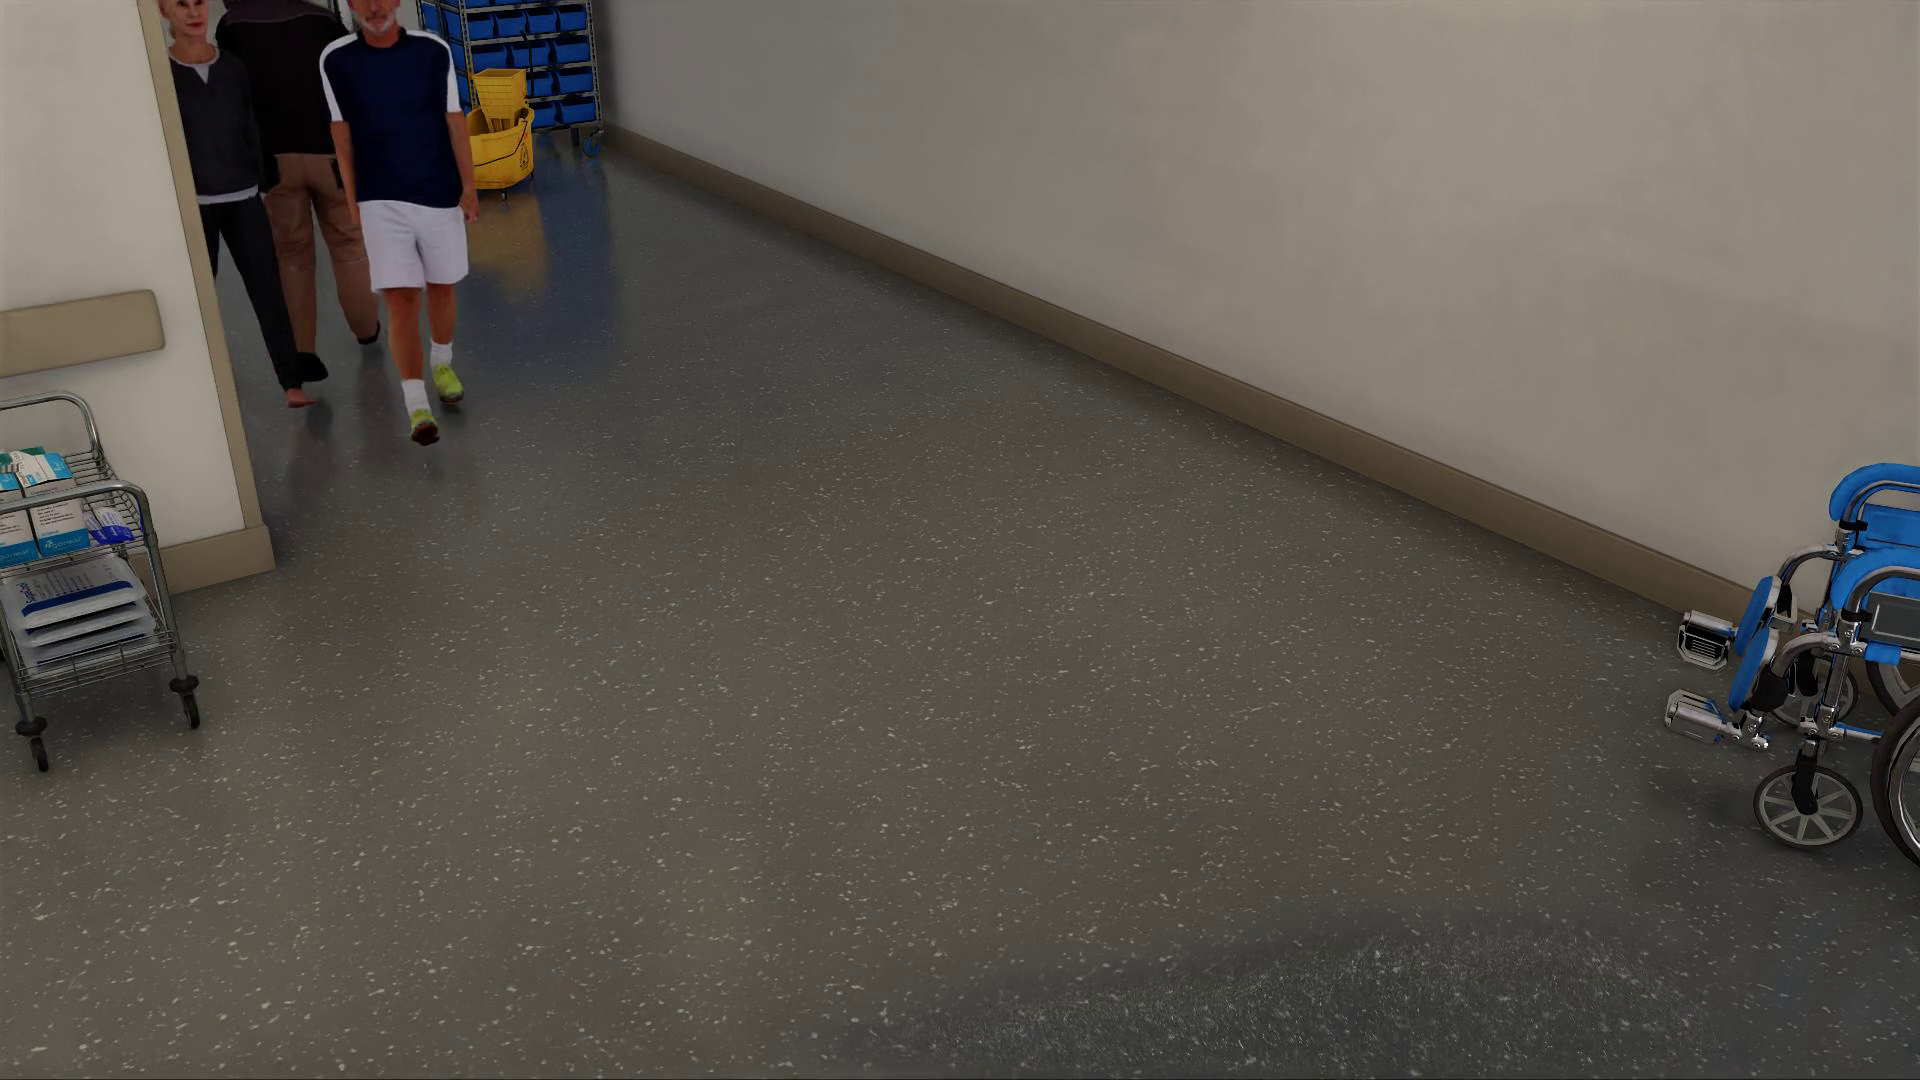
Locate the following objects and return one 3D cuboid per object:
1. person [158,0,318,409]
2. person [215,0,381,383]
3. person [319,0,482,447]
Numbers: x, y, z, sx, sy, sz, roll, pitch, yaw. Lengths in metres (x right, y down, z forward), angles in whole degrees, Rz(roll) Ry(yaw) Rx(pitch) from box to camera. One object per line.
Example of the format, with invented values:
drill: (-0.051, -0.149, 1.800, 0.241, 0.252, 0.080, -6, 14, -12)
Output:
person: (-3.001, -1.352, 6.605, 1.052, 1.681, 0.746, -20, 32, -35)
person: (-2.730, -1.549, 6.877, 1.199, 1.798, 1.010, -6, 26, -13)
person: (-2.115, -1.310, 6.411, 1.163, 1.774, 0.871, -10, 28, -20)
